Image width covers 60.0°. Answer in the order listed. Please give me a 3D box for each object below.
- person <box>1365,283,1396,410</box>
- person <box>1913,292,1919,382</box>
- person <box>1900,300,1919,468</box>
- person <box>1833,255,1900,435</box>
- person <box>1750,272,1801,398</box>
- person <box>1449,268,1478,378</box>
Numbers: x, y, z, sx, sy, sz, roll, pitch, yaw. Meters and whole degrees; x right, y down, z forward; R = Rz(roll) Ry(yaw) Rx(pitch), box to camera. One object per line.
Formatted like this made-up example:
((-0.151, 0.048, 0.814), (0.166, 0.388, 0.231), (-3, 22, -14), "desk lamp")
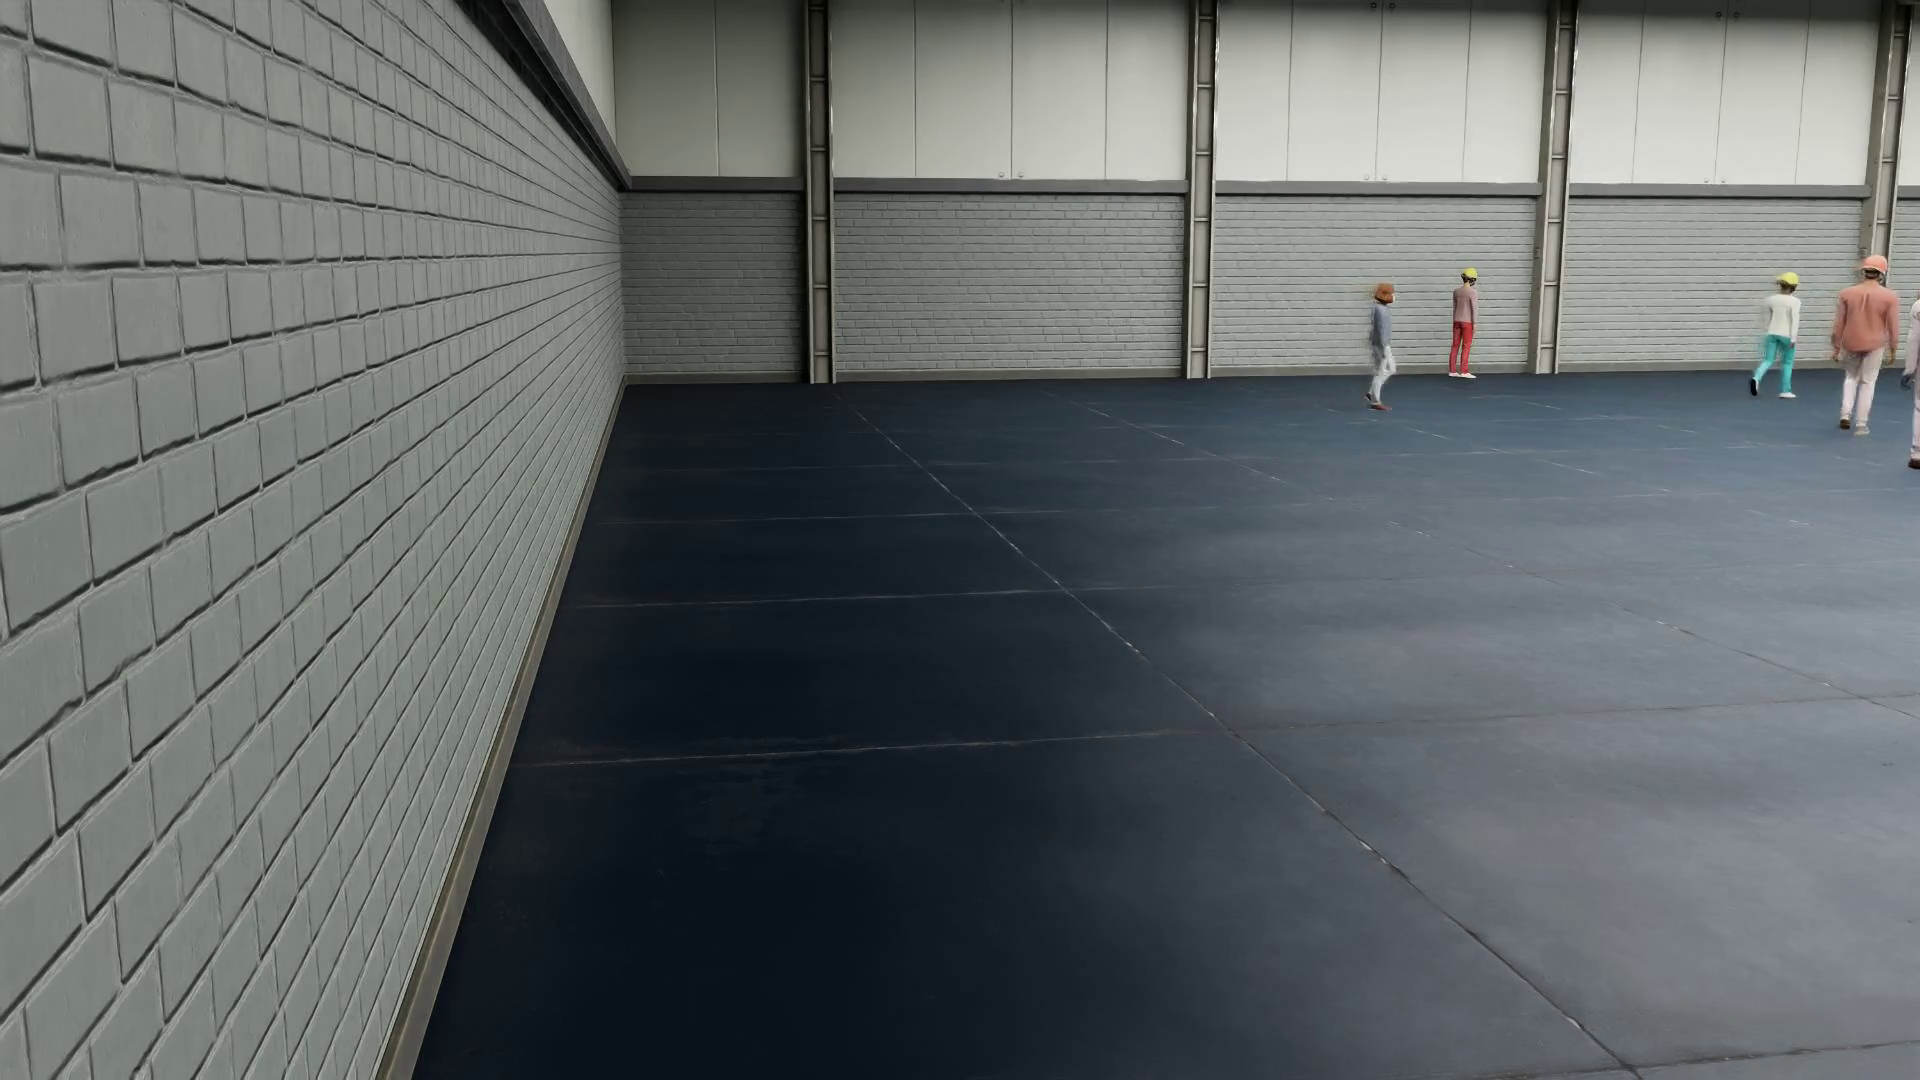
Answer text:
((5.399, -2.452, 21.149), (0.338, 1.619, 0.536), (3, 10, 16), "person")
((15.008, -3.302, 25.648), (0.527, 1.768, 0.314), (3, 10, 15), "person")
((9.133, -1.590, 15.437), (0.672, 1.904, 0.401), (6, 11, 31), "person")
((10.025, -2.151, 18.381), (0.657, 1.978, 0.440), (9, 14, 43), "person")
((11.234, -2.808, 22.839), (0.693, 1.747, 0.524), (-5, 11, -29), "person")
((8.088, -3.463, 26.596), (0.333, 1.761, 0.523), (-5, 11, -29), "person")
